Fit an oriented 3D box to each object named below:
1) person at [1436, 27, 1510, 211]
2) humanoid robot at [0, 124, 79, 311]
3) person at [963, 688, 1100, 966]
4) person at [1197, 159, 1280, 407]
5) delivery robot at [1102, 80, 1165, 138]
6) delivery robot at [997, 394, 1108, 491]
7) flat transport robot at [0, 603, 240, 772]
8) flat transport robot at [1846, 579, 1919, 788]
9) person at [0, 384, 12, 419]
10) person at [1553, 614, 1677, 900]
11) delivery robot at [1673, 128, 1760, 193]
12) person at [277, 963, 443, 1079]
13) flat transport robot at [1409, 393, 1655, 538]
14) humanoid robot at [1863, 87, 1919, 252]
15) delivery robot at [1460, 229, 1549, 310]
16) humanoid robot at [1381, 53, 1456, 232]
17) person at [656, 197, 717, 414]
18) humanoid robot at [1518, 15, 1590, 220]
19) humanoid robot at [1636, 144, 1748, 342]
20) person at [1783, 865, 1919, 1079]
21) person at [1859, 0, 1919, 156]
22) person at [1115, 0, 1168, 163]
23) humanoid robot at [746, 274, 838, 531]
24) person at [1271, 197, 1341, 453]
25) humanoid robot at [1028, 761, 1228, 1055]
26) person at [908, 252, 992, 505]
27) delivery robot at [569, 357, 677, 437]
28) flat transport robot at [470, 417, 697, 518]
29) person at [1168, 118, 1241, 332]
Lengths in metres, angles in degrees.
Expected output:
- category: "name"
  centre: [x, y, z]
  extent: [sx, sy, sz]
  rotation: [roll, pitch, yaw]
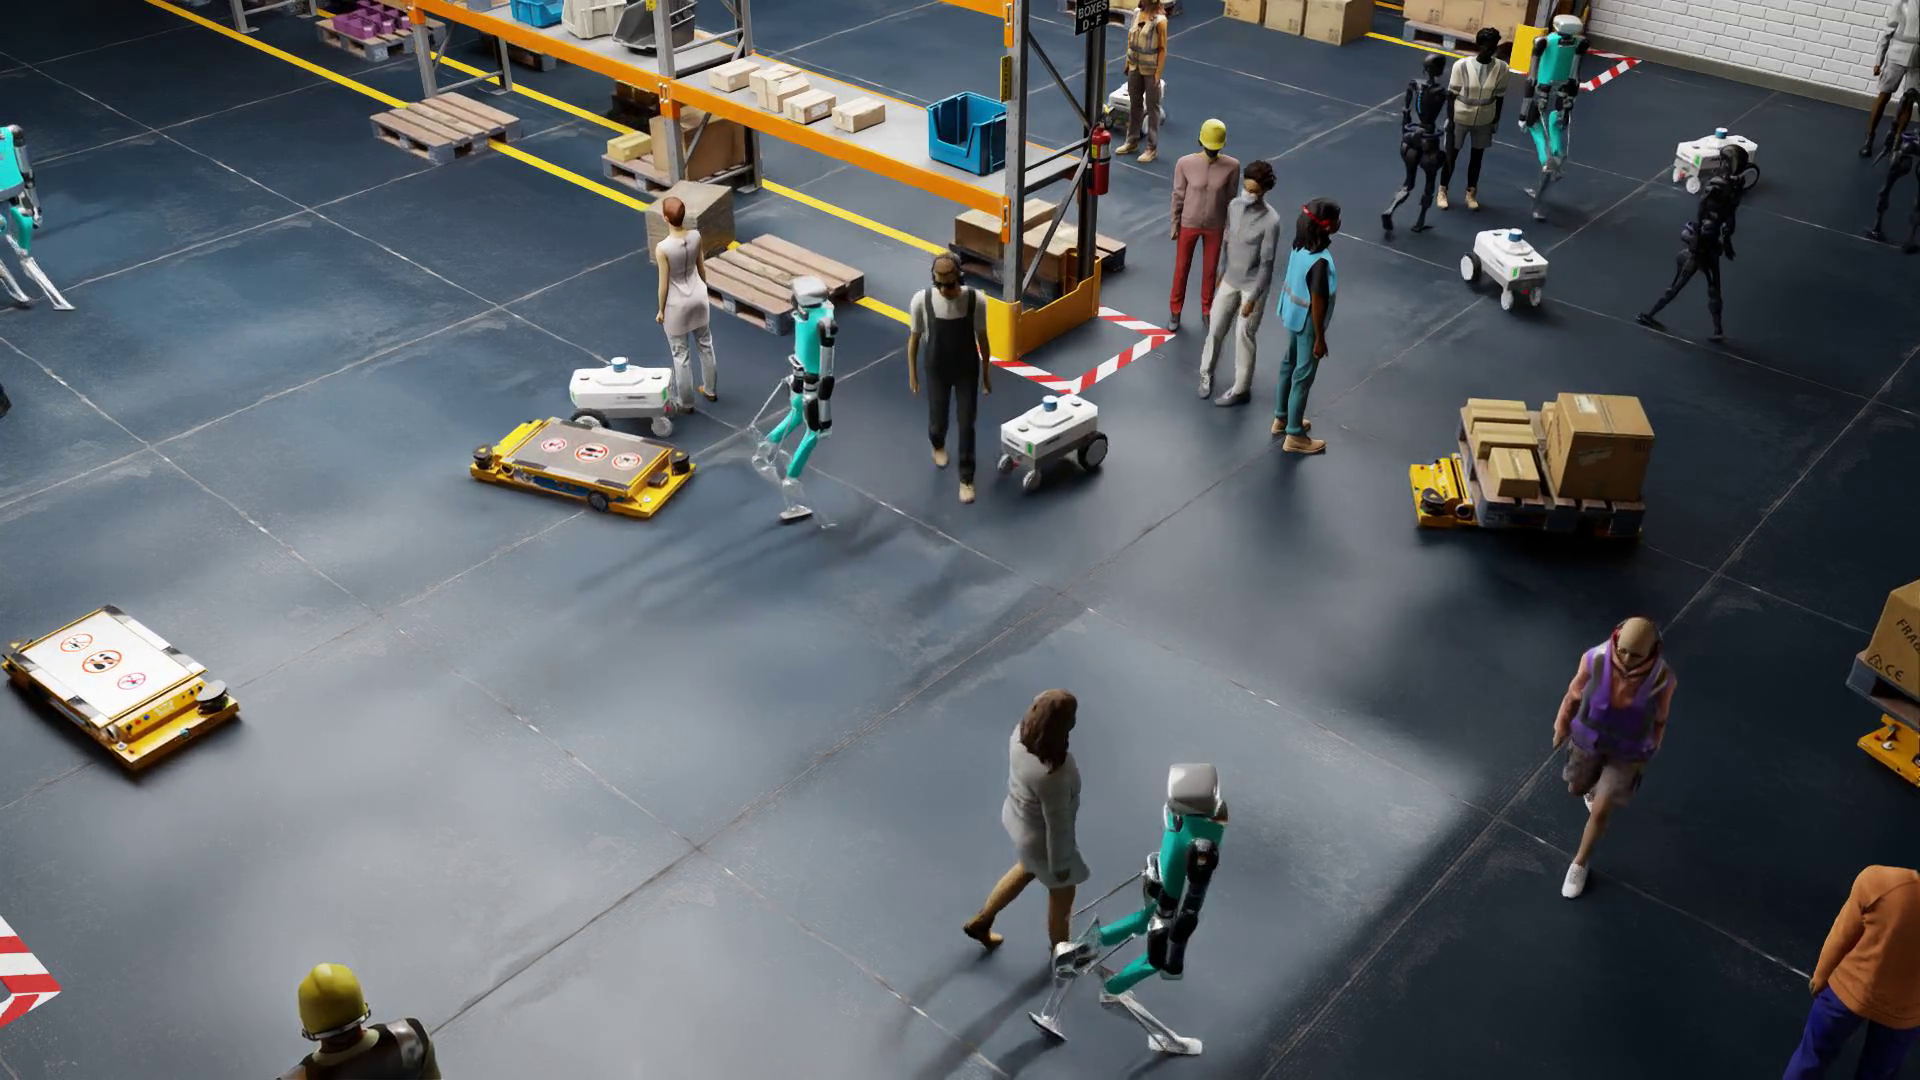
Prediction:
- category: "person"
  centre: [4.649, -3.818, 15.090]
  extent: [0.531, 1.693, 0.319]
  rotation: [2, 35, 3]
- category: "humanoid robot"
  centre: [-7.697, -2.626, 13.336]
  extent: [0.910, 1.769, 0.544]
  rotation: [19, 39, 25]
- category: "person"
  centre: [0.348, 1.351, 7.636]
  extent: [0.575, 1.647, 0.519]
  rotation: [-14, 37, -20]
- category: "person"
  centre: [2.021, -1.864, 12.080]
  extent: [0.523, 1.874, 0.552]
  rotation: [-28, 44, -34]
- category: "delivery robot"
  centre: [1.801, -4.471, 17.043]
  extent: [0.522, 0.603, 0.775]
  rotation: [19, 39, 25]
- category: "delivery robot"
  centre: [0.625, -0.736, 11.608]
  extent: [0.759, 0.575, 0.499]
  rotation: [-27, 43, -33]
- category: "flat transport robot"
  centre: [-4.885, 0.815, 9.629]
  extent: [1.431, 0.231, 0.659]
  rotation: [24, 41, 30]
- category: "flat transport robot"
  centre: [5.783, 1.061, 9.273]
  extent: [1.431, 0.231, 0.659]
  rotation: [-17, 38, -23]
- category: "person"
  centre: [-7.262, -1.701, 11.822]
  extent: [0.549, 1.924, 0.400]
  rotation: [2, 35, 3]
- category: "person"
  centre: [3.210, 0.949, 8.217]
  extent: [0.492, 1.657, 0.678]
  rotation: [19, 39, 25]
- category: "delivery robot"
  centre: [7.179, -3.616, 15.799]
  extent: [0.768, 0.597, 0.524]
  rotation: [-10, 36, -15]
- category: "person"
  centre: [-2.182, 2.251, 6.185]
  extent: [0.594, 1.826, 0.403]
  rotation: [-24, 41, -30]
- category: "flat transport robot"
  centre: [3.810, -0.301, 11.247]
  extent: [1.431, 0.231, 0.659]
  rotation: [4, 35, 5]
- category: "humanoid robot"
  centre: [8.302, -3.366, 14.449]
  extent: [0.598, 1.645, 0.406]
  rotation: [9, 36, 13]
- category: "delivery robot"
  centre: [4.586, -2.311, 13.902]
  extent: [0.499, 0.589, 0.790]
  rotation: [-8, 35, -11]
- category: "humanoid robot"
  centre: [4.066, -3.468, 14.604]
  extent: [0.527, 1.636, 0.588]
  rotation: [-24, 41, -31]
- category: "person"
  centre: [-2.002, -1.704, 12.053]
  extent: [0.285, 1.660, 0.441]
  rotation: [28, 43, 34]
- category: "humanoid robot"
  centre: [5.388, -3.764, 14.982]
  extent: [0.552, 1.768, 0.937]
  rotation: [-7, 35, -10]
- category: "humanoid robot"
  centre: [5.823, -2.303, 12.945]
  extent: [0.603, 1.622, 0.777]
  rotation: [-23, 41, -29]
- category: "person"
  centre: [3.710, 1.815, 6.686]
  extent: [0.516, 1.974, 0.397]
  rotation: [18, 39, 24]
- category: "person"
  centre: [9.156, -4.638, 16.075]
  extent: [0.549, 1.924, 0.387]
  rotation: [14, 37, 19]
- category: "person"
  centre: [1.780, -4.549, 16.069]
  extent: [0.305, 1.780, 0.463]
  rotation: [-27, 43, -33]
- category: "humanoid robot"
  centre: [-1.116, -0.810, 10.719]
  extent: [0.672, 1.827, 0.541]
  rotation: [-15, 38, -21]
- category: "person"
  centre: [2.412, -1.487, 11.560]
  extent: [0.391, 1.866, 0.516]
  rotation: [-5, 35, -7]
- category: "humanoid robot"
  centre: [0.642, 1.622, 7.192]
  extent: [0.963, 1.774, 0.548]
  rotation: [6, 35, 8]
- category: "person"
  centre: [-0.064, -1.141, 11.103]
  extent: [0.557, 1.819, 0.541]
  rotation: [-1, 35, -1]
- category: "delivery robot"
  centre: [-2.447, -1.042, 12.061]
  extent: [0.782, 0.586, 0.499]
  rotation: [-1, 35, -1]
- category: "flat transport robot"
  centre: [-2.625, -0.527, 11.573]
  extent: [1.431, 0.231, 0.659]
  rotation: [13, 37, 18]
- category: "person"
  centre: [1.909, -2.466, 13.069]
  extent: [0.523, 1.763, 0.322]
  rotation: [0, 35, 0]
